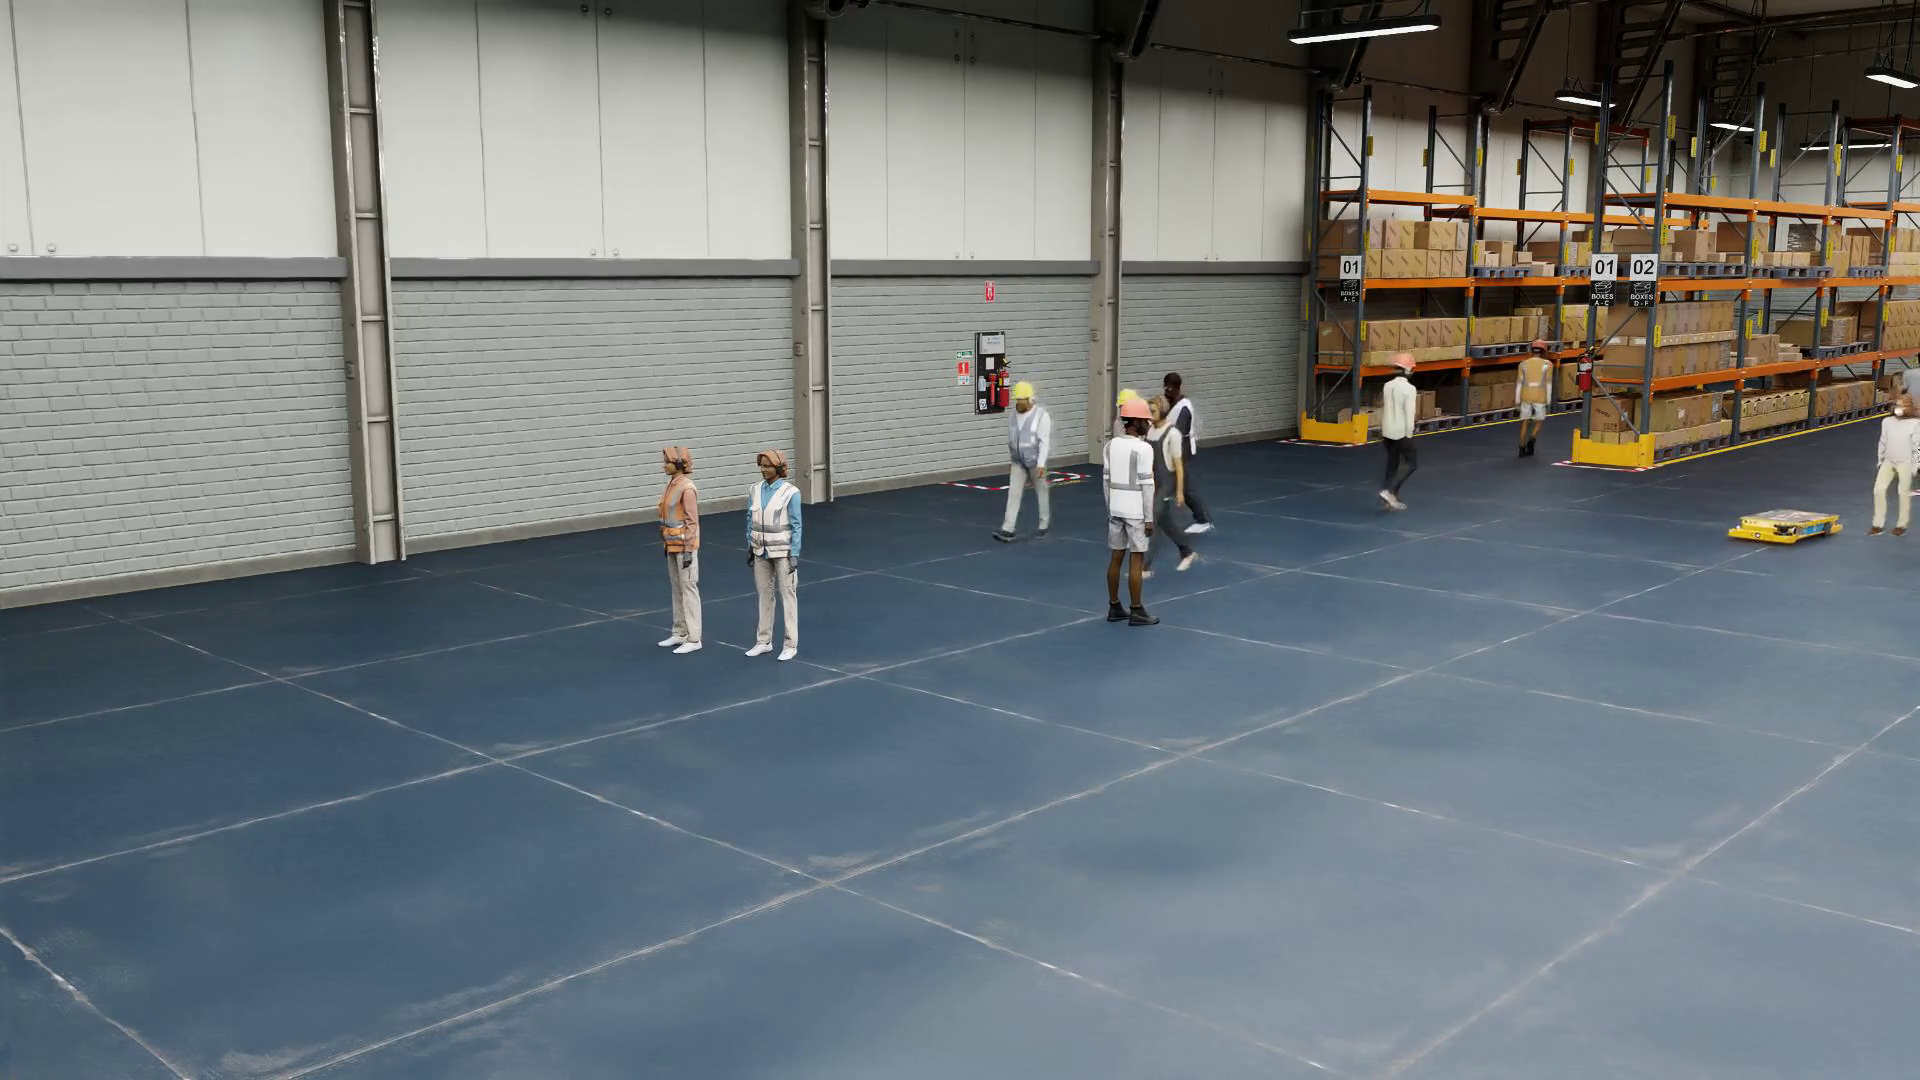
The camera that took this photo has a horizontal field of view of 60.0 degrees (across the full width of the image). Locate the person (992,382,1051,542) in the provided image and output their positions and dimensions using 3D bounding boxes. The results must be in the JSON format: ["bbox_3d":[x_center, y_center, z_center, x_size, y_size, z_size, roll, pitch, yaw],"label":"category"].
[{"bbox_3d":[0.725,-0.854,18.341,0.617,1.769,0.927,7,11,35],"label":"person"}]

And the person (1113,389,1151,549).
[{"bbox_3d":[1.856,-0.746,17.799,0.479,1.740,0.585,-9,13,-43],"label":"person"}]

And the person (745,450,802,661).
[{"bbox_3d":[-1.442,0.113,12.887,0.511,1.641,0.307,6,11,31],"label":"person"}]

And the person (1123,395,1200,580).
[{"bbox_3d":[2.019,-0.530,16.311,0.918,1.817,0.523,-5,11,-28],"label":"person"}]

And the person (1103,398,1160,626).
[{"bbox_3d":[1.458,-0.240,14.141,0.375,1.934,0.547,-7,12,-38],"label":"person"}]

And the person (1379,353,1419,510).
[{"bbox_3d":[5.453,-1.331,20.671,0.455,1.980,0.619,-4,10,-25],"label":"person"}]

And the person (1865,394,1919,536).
[{"bbox_3d":[10.478,-0.825,18.657,0.652,1.604,0.536,-5,11,-29],"label":"person"}]

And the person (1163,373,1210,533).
[{"bbox_3d":[2.469,-0.972,18.847,0.862,1.868,0.602,-4,10,-25],"label":"person"}]

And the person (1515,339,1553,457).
[{"bbox_3d":[9.175,-2.255,26.565,0.595,1.887,0.485,6,11,32],"label":"person"}]

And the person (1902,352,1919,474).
[{"bbox_3d":[13.987,-1.867,24.295,0.535,1.856,0.501,7,12,38],"label":"person"}]

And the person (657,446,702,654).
[{"bbox_3d":[-2.209,0.072,13.138,0.306,1.640,0.522,-5,11,-29],"label":"person"}]

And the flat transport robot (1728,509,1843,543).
[{"bbox_3d":[9.327,-0.169,18.760,1.431,0.197,0.652,-8,12,-40],"label":"flat transport robot"}]
